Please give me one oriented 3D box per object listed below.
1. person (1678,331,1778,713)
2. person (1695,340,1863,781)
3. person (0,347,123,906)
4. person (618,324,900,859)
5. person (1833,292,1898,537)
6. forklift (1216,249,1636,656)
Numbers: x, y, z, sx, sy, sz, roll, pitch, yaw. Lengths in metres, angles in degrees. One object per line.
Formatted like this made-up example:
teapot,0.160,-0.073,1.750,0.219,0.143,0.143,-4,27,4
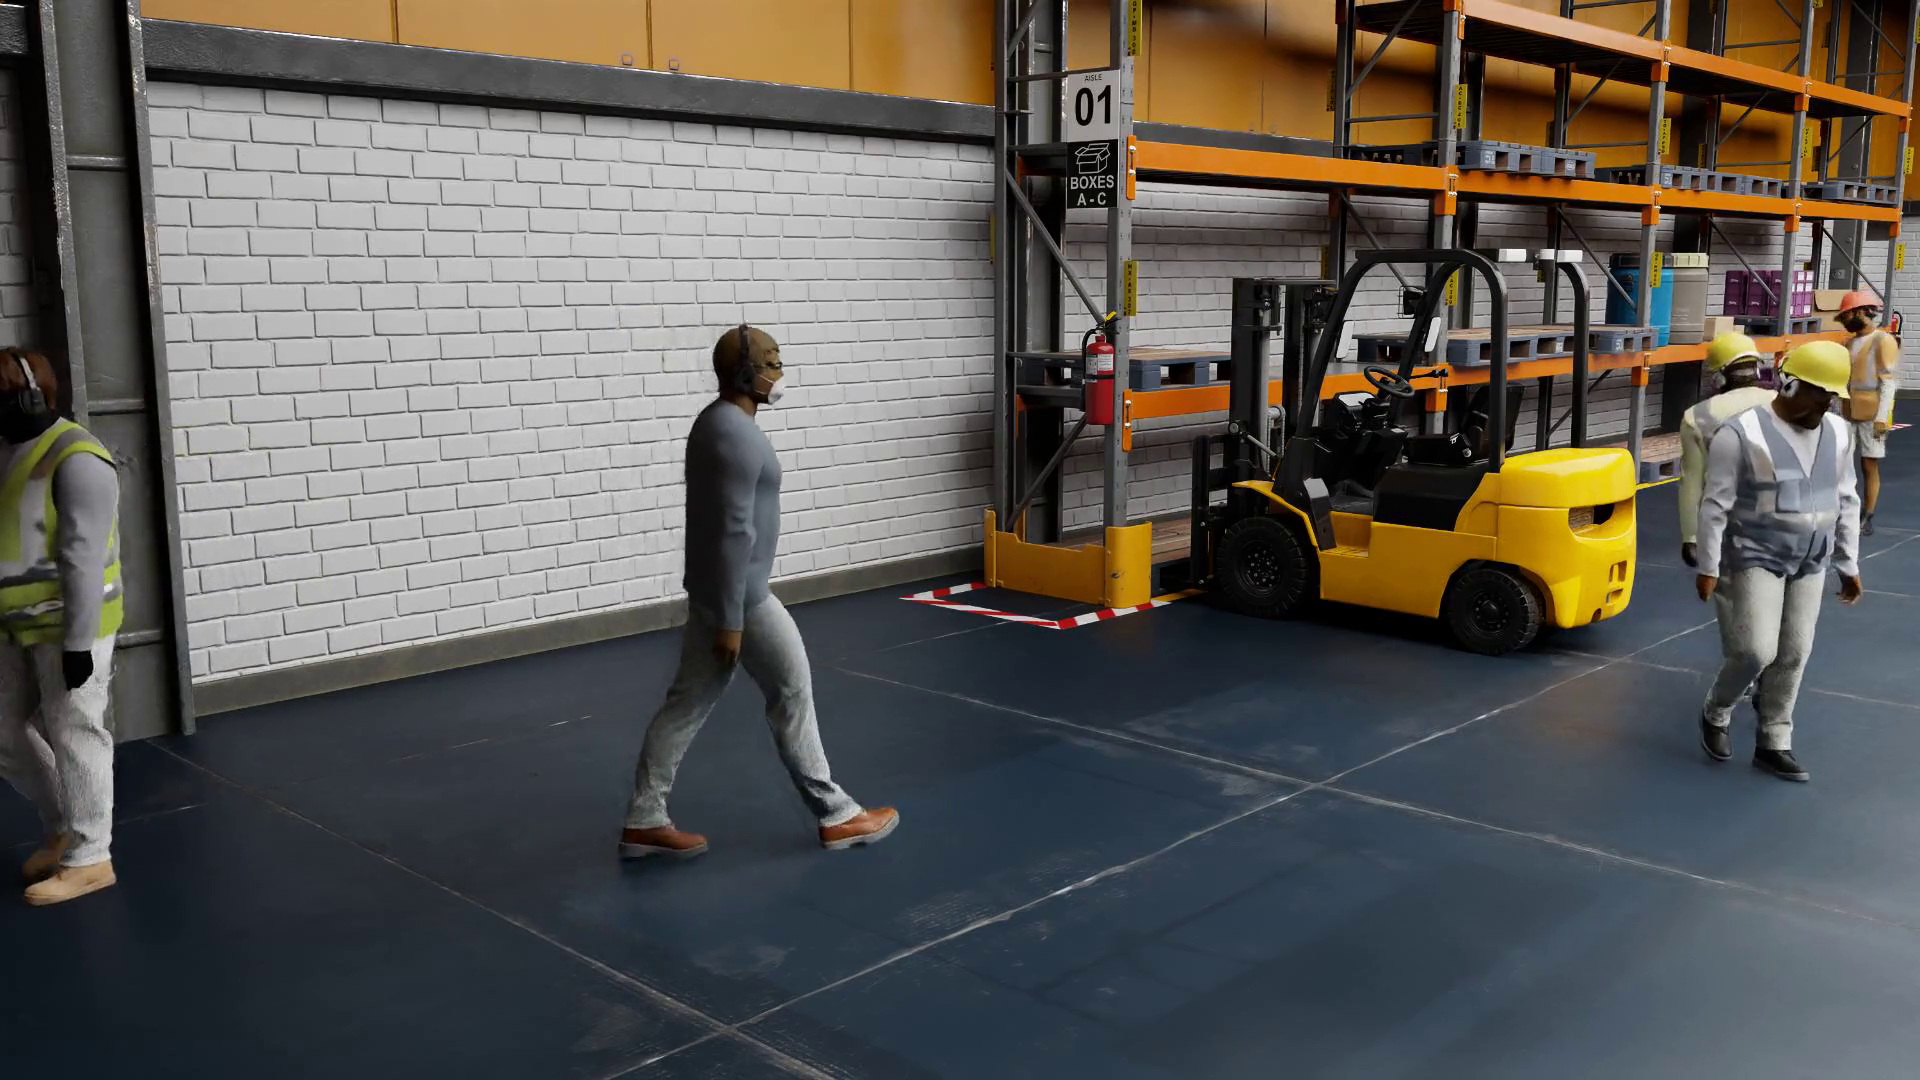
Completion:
person,3.679,-0.071,7.749,0.635,1.790,0.755,2,9,11
person,3.297,0.084,6.749,0.636,1.788,0.535,-2,9,-12
person,-2.981,0.287,5.435,0.630,1.829,0.440,5,11,30
person,-0.756,0.193,5.814,1.015,1.886,0.650,-3,10,-18
person,6.991,-0.957,12.874,0.344,1.894,0.581,-2,9,-13
forklift,2.710,-0.584,9.626,2.313,2.155,1.214,9,13,43
